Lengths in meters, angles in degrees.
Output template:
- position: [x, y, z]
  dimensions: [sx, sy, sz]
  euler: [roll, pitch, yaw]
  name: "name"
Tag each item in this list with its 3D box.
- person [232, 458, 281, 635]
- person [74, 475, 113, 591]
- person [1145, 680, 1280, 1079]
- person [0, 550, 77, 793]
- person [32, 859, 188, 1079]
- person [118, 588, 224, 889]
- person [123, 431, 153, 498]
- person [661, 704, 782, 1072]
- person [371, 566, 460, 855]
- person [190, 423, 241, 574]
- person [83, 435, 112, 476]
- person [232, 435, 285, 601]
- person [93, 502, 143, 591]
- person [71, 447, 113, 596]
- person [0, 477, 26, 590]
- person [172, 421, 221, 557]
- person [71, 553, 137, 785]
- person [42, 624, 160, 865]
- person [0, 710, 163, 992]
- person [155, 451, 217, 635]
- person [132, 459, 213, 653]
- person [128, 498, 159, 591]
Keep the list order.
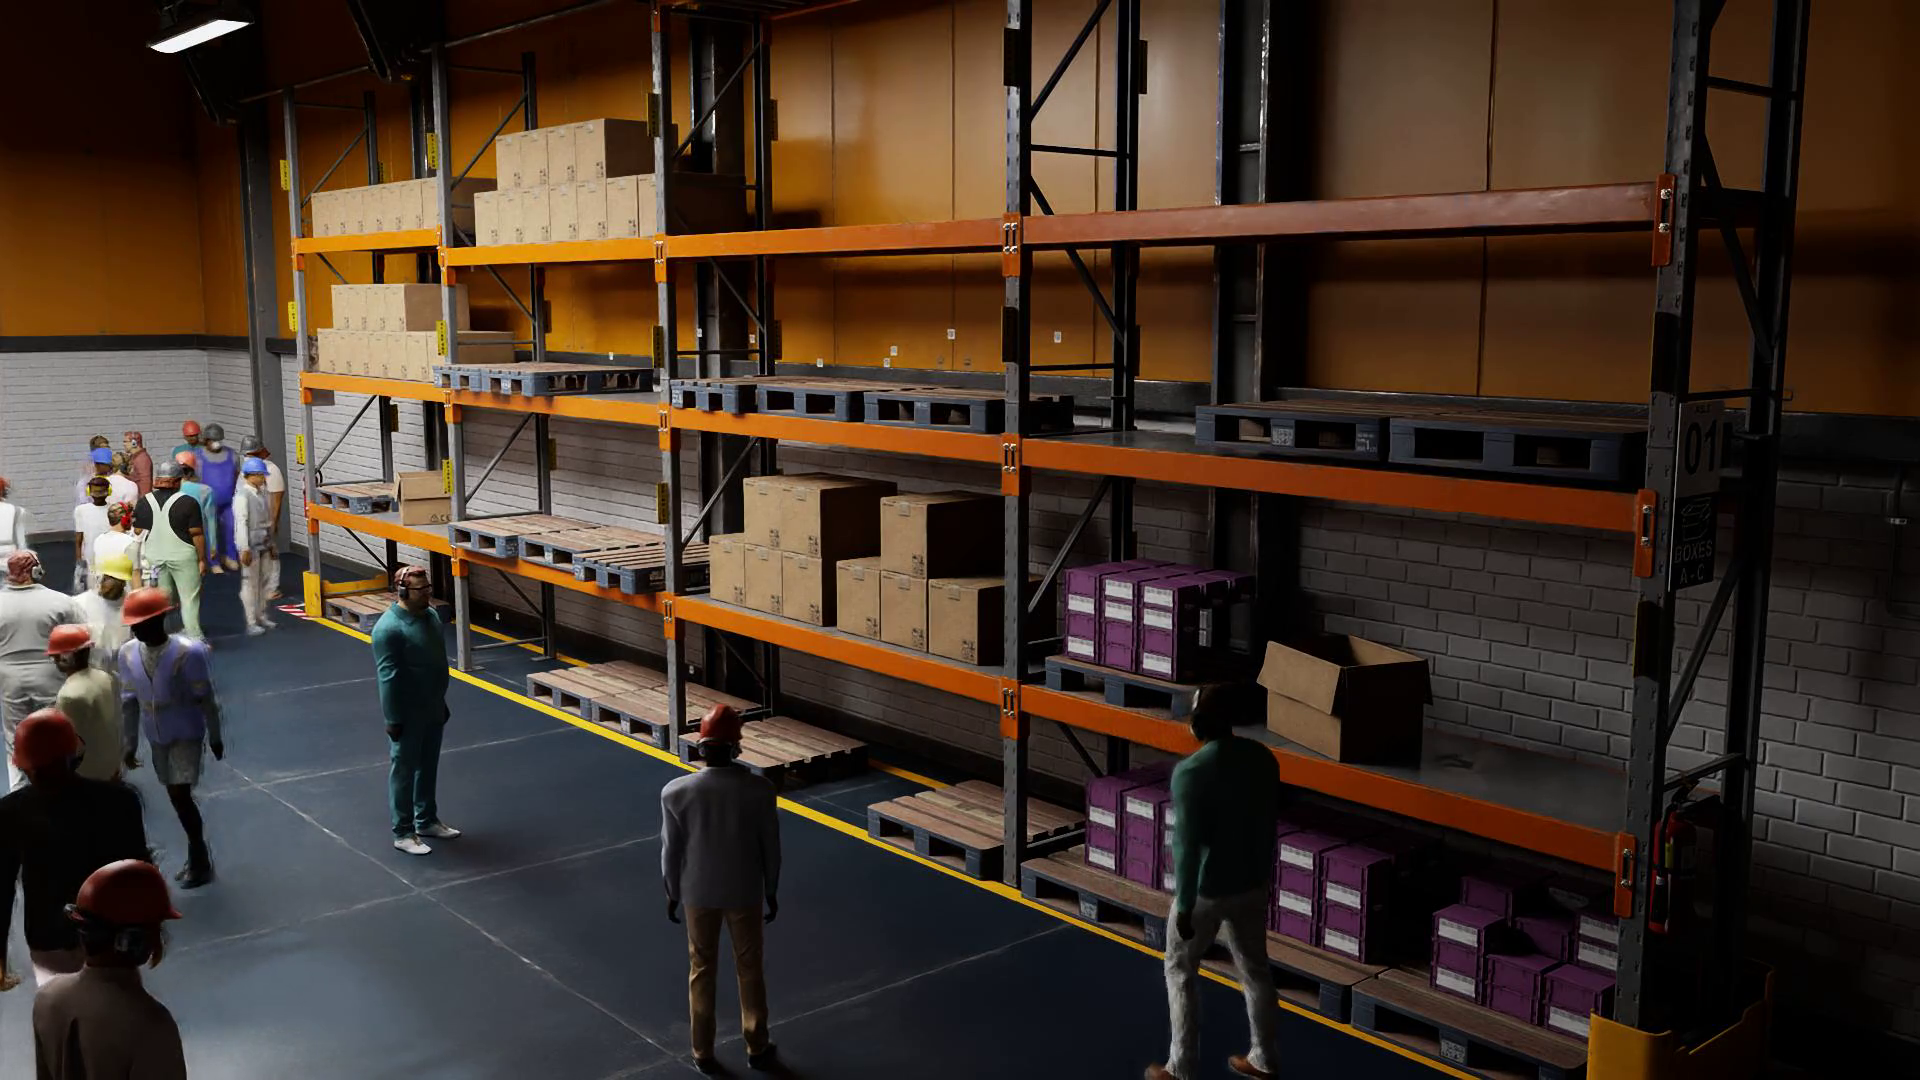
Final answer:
- position: [-7.756, 0.077, 18.253]
  dimensions: [0.374, 1.918, 0.670]
  euler: [0, 8, 2]
  name: "person"
- position: [-8.877, 0.249, 17.233]
  dimensions: [0.517, 1.865, 0.327]
  euler: [-5, 10, -32]
  name: "person"
- position: [1.219, 1.601, 7.682]
  dimensions: [0.653, 1.913, 0.449]
  euler: [-5, 10, -32]
  name: "person"
- position: [-6.558, 1.015, 11.780]
  dimensions: [0.643, 1.902, 0.400]
  euler: [-3, 9, -18]
  name: "person"
- position: [-2.498, 1.943, 5.035]
  dimensions: [0.611, 1.985, 0.393]
  euler: [4, 9, 28]
  name: "person"
- position: [-4.915, 1.218, 10.354]
  dimensions: [0.552, 1.901, 0.590]
  euler: [2, 8, 11]
  name: "person"
- position: [-11.056, -0.512, 22.372]
  dimensions: [0.403, 1.905, 0.652]
  euler: [-5, 10, -31]
  name: "person"
- position: [-1.127, 1.645, 7.900]
  dimensions: [0.564, 1.752, 0.339]
  euler: [0, 8, -3]
  name: "person"
- position: [-3.600, 1.113, 11.070]
  dimensions: [0.409, 1.907, 0.651]
  euler: [2, 8, 14]
  name: "person"
- position: [-9.925, -0.560, 22.238]
  dimensions: [0.696, 2.000, 0.537]
  euler: [-6, 10, -36]
  name: "person"
- position: [-11.009, -0.372, 21.301]
  dimensions: [0.375, 1.936, 0.627]
  euler: [-3, 9, -20]
  name: "person"
- position: [-8.577, -0.275, 20.261]
  dimensions: [0.674, 2.000, 0.536]
  euler: [5, 10, 33]
  name: "person"
- position: [-7.608, 0.575, 15.068]
  dimensions: [0.569, 1.836, 0.383]
  euler: [5, 10, 33]
  name: "person"
- position: [-10.329, -0.165, 19.957]
  dimensions: [0.944, 1.916, 0.610]
  euler: [5, 9, 30]
  name: "person"
- position: [-9.912, 0.263, 17.100]
  dimensions: [0.400, 1.872, 0.598]
  euler: [6, 10, 37]
  name: "person"
- position: [-10.749, -0.695, 23.441]
  dimensions: [0.623, 1.977, 0.471]
  euler: [-3, 9, -18]
  name: "person"
- position: [-6.300, 0.985, 12.348]
  dimensions: [0.625, 1.797, 0.485]
  euler: [-5, 9, -30]
  name: "person"
- position: [-5.222, 1.353, 10.021]
  dimensions: [0.487, 1.730, 0.555]
  euler: [-1, 8, -9]
  name: "person"
- position: [-3.732, 1.664, 6.989]
  dimensions: [0.659, 1.972, 0.461]
  euler: [-1, 8, -7]
  name: "person"
- position: [-8.488, 0.037, 18.176]
  dimensions: [0.654, 2.013, 0.667]
  euler: [-6, 10, -36]
  name: "person"
- position: [-8.064, 0.178, 17.106]
  dimensions: [0.688, 2.000, 0.536]
  euler: [0, 8, 0]
  name: "person"
- position: [-8.362, 0.381, 17.087]
  dimensions: [0.523, 1.639, 0.309]
  euler: [7, 11, 42]
  name: "person"
